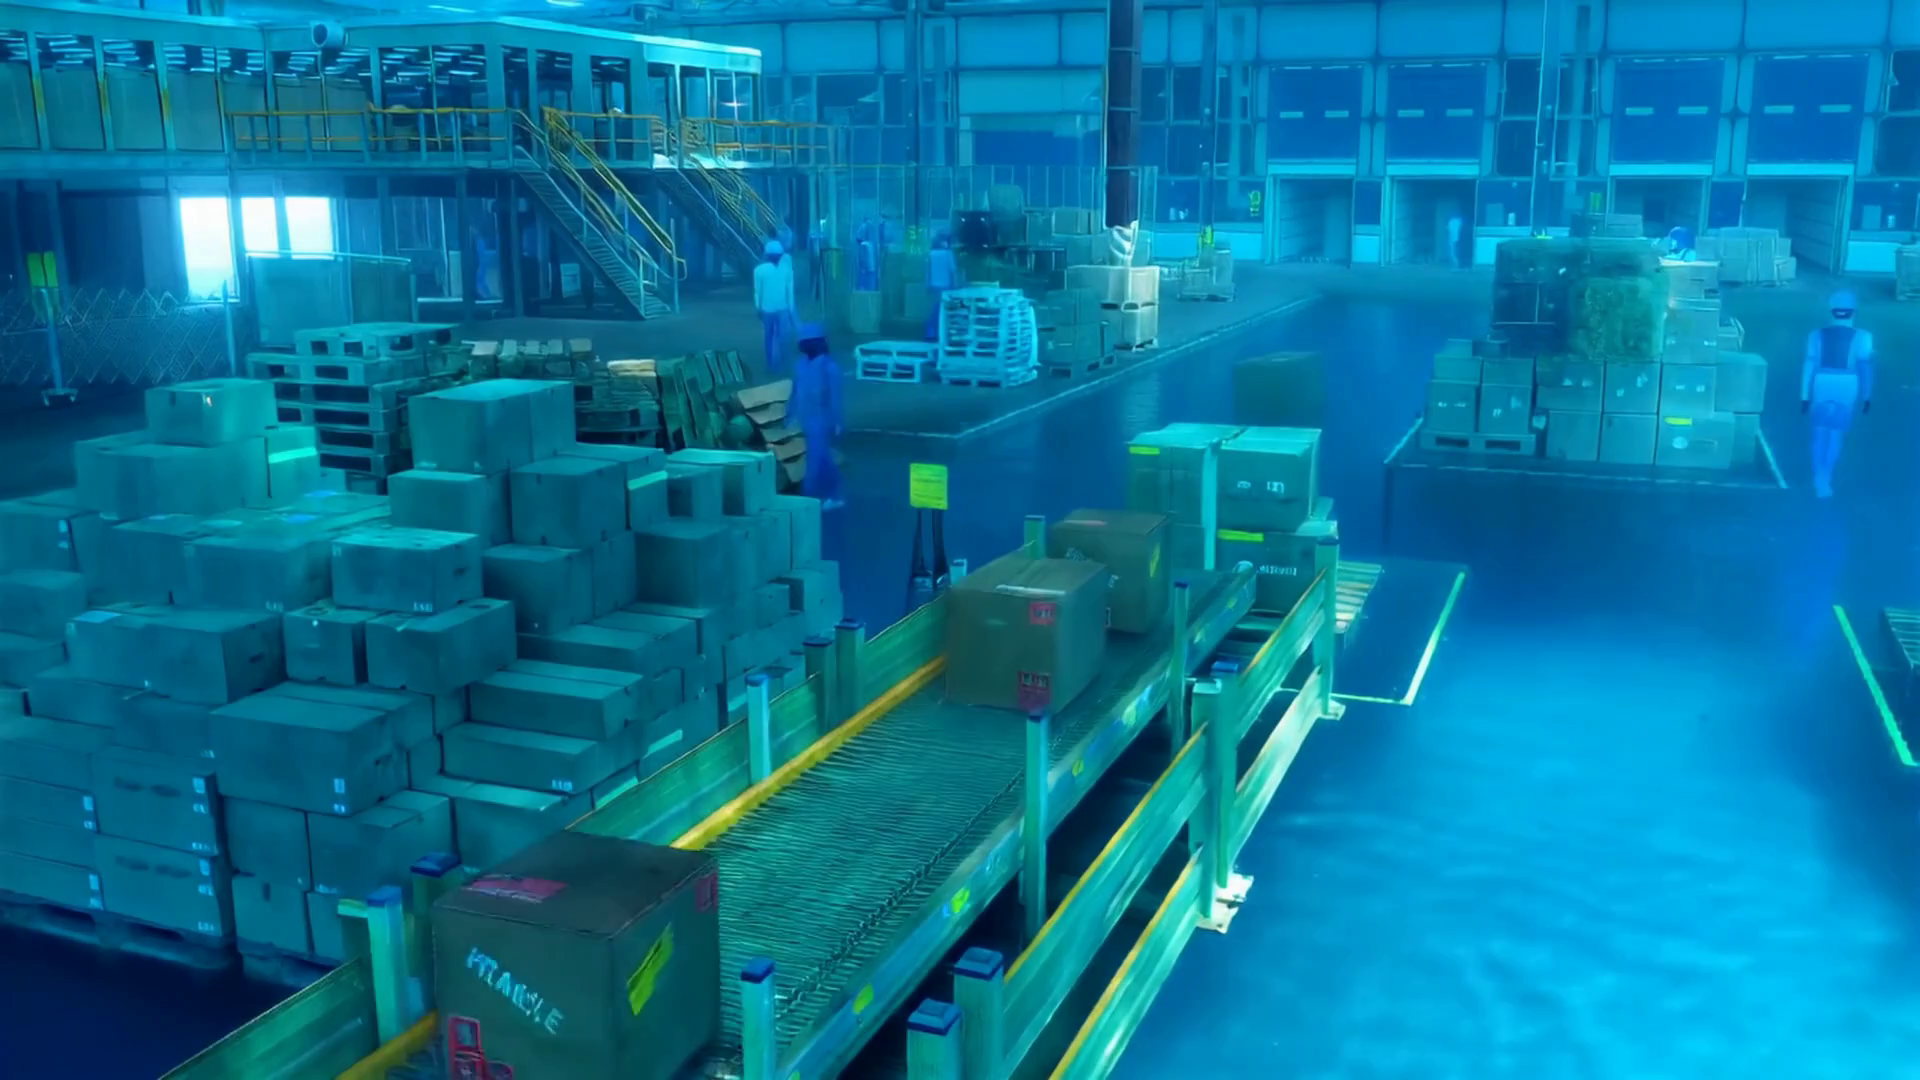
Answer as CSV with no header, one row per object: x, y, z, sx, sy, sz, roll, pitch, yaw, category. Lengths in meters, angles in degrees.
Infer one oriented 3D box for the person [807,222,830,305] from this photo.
-3.171,-6.193,37.306,0.508,1.847,0.345,4,13,18,person

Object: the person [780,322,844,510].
-1.318,-1.049,14.573,0.493,1.697,0.904,11,17,40,person

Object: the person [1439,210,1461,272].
14.513,-8.854,49.300,0.499,1.822,0.913,-10,16,-37,person

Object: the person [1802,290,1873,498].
8.236,-1.376,15.580,0.550,1.903,0.893,11,17,42,person

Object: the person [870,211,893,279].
-2.151,-8.128,45.926,0.623,1.865,0.562,-3,13,-15,person

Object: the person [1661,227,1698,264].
12.284,-4.374,28.703,0.536,2.000,0.688,-7,14,-28,person

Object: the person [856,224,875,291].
-1.938,-5.474,33.944,0.397,1.911,0.587,1,13,3,person

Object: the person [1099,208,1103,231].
4.133,-8.667,48.228,0.660,1.924,0.629,8,15,32,person

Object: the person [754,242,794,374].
-2.765,-3.463,24.840,0.610,1.939,1.038,-3,13,-13,person

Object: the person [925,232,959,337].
-0.363,-4.653,30.312,0.547,1.895,0.996,11,16,39,person

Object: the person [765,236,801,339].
-3.194,-4.538,29.943,0.585,1.837,0.960,-10,16,-38,person
